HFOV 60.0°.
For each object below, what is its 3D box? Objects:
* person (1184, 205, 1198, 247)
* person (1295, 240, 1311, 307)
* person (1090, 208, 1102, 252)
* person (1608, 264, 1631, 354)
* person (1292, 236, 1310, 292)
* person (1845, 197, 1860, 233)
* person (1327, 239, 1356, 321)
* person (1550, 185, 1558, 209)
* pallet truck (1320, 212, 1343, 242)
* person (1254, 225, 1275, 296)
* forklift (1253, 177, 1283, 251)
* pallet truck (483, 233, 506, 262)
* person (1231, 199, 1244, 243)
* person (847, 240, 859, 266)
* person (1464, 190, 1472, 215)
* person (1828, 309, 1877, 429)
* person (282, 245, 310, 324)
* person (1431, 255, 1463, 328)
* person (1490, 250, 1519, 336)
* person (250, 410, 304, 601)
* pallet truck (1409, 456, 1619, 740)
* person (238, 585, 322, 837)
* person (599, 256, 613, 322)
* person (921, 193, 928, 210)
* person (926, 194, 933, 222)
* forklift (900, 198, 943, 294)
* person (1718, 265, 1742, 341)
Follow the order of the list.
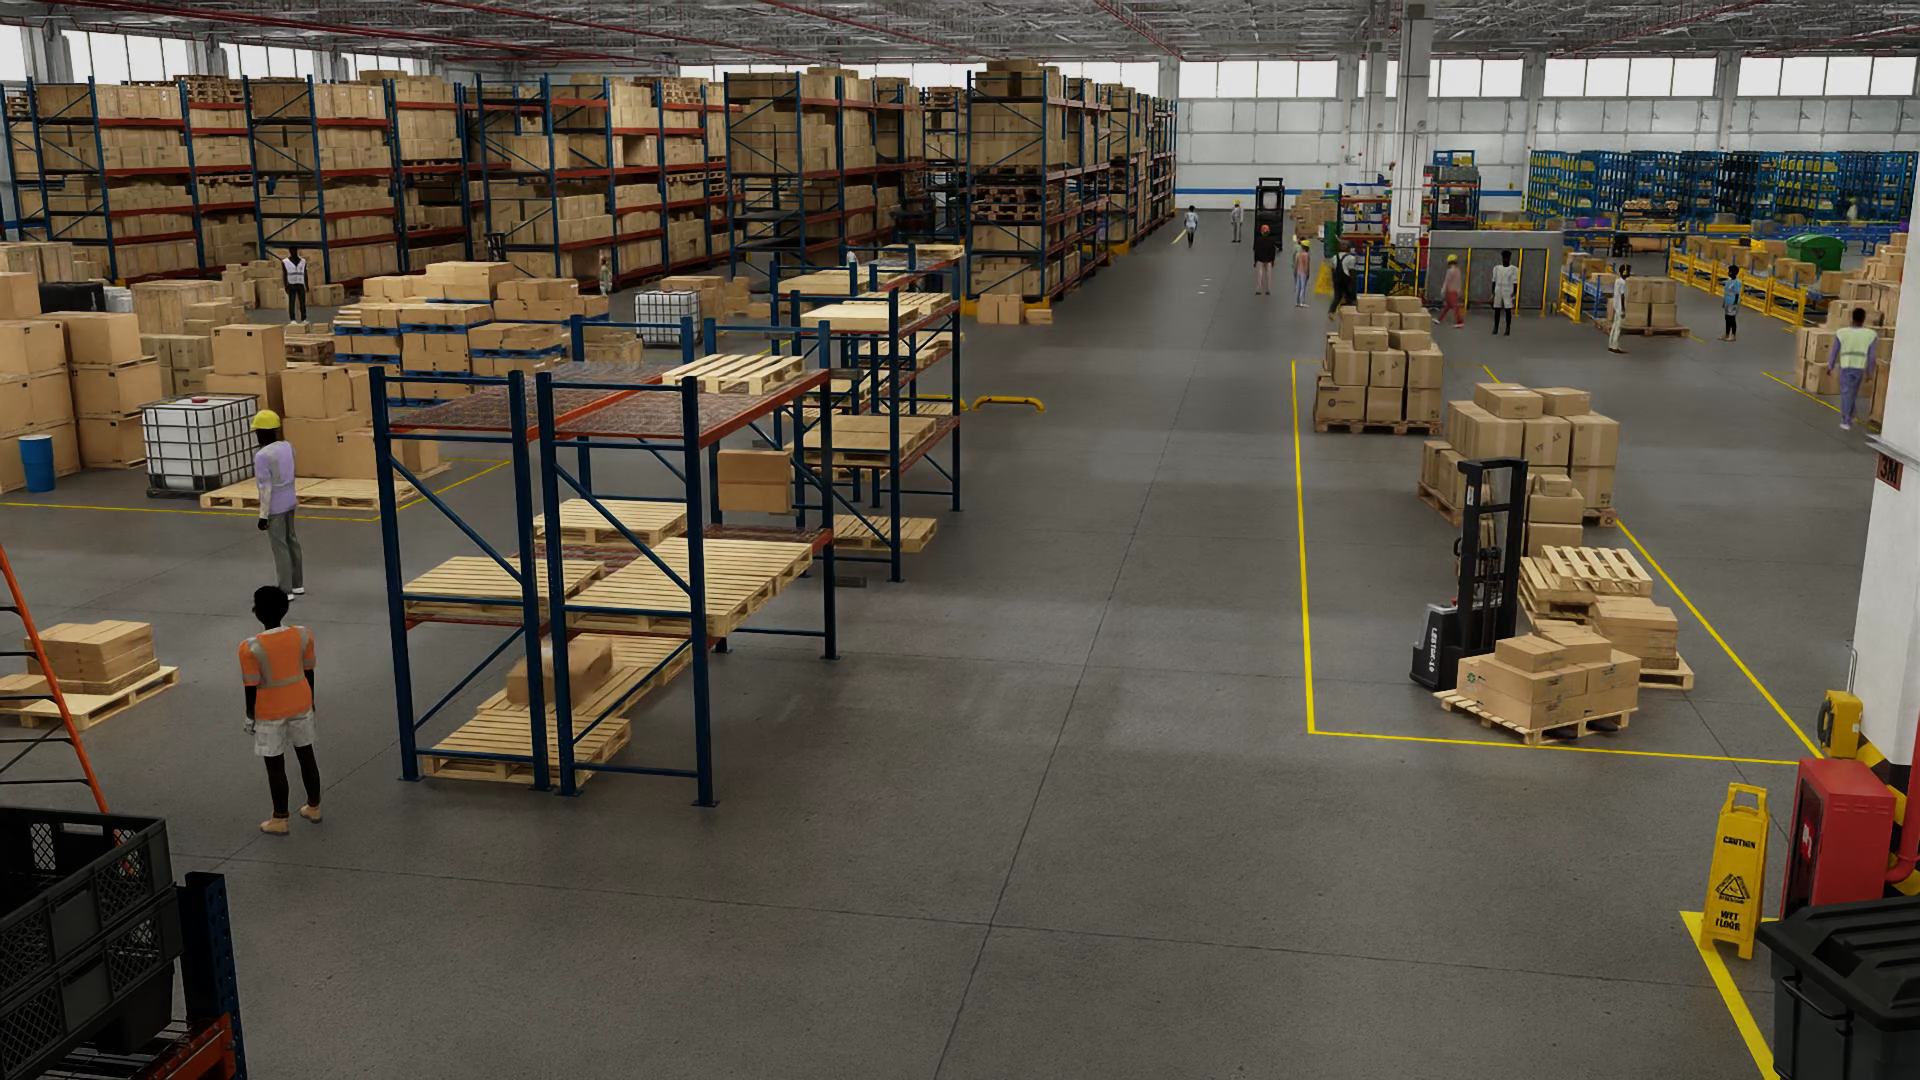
[{"bbox_3d":[9.316,-12.654,67.074,0.534,1.669,0.753,-1,14,-3],"label":"person"},{"bbox_3d":[9.150,-7.085,44.281,0.326,1.760,0.524,-5,15,-21],"label":"person"},{"bbox_3d":[4.801,-10.894,59.409,0.656,1.914,0.583,0,14,1],"label":"person"},{"bbox_3d":[13.937,-4.873,35.077,0.313,1.866,0.538,1,14,5],"label":"person"},{"bbox_3d":[9.894,-8.013,48.333,0.530,1.604,0.693,5,15,19],"label":"person"},{"bbox_3d":[38.350,-13.793,71.420,0.794,1.809,0.591,5,15,18],"label":"person"},{"bbox_3d":[9.413,-6.371,40.798,0.788,2.000,0.692,-11,17,-37],"label":"person"},{"bbox_3d":[31.452,-17.917,88.095,0.388,1.837,0.564,-2,14,-9],"label":"person"},{"bbox_3d":[15.874,-13.227,70.310,0.680,1.201,1.601,10,17,35],"label":"pallet truck"},{"bbox_3d":[8.658,-7.954,47.313,0.622,1.995,0.374,-3,14,-11],"label":"person"},{"bbox_3d":[12.083,-12.747,64.956,1.129,2.768,1.873,3,14,10],"label":"forklift"},{"bbox_3d":[-11.832,-7.026,43.548,1.885,1.965,0.823,8,16,28],"label":"pallet truck"},{"bbox_3d":[11.600,-13.367,69.682,0.421,1.816,0.581,-11,18,-38],"label":"person"},{"bbox_3d":[-2.733,-6.702,42.471,0.355,1.883,0.575,-2,14,-7],"label":"person"},{"bbox_3d":[23.277,-15.127,76.560,0.634,1.928,0.499,-4,14,-14],"label":"person"},{"bbox_3d":[14.124,-2.721,26.363,0.592,1.853,1.039,4,14,16],"label":"person"},{"bbox_3d":[-16.086,-6.177,40.289,0.592,1.910,0.385,-12,18,-40],"label":"person"},{"bbox_3d":[11.684,-5.950,39.738,0.910,1.712,0.553,12,18,40],"label":"person"},{"bbox_3d":[12.426,-5.634,37.988,0.598,1.958,0.373,11,18,38],"label":"person"},{"bbox_3d":[-6.803,-0.342,16.550,0.364,1.930,0.588,2,14,6],"label":"person"},{"bbox_3d":[4.504,0.400,13.395,0.823,1.965,1.885,-6,15,-23],"label":"pallet truck"},{"bbox_3d":[-4.515,1.125,11.065,0.316,1.700,0.540,10,17,35],"label":"person"},{"bbox_3d":[-8.605,-6.081,40.448,0.312,1.638,0.512,-3,14,-12],"label":"person"},{"bbox_3d":[-1.864,-16.873,83.561,0.641,1.976,0.453,0,14,1],"label":"person"},{"bbox_3d":[-1.595,-17.189,85.305,0.327,1.760,0.524,-8,16,-31],"label":"person"},{"bbox_3d":[-1.130,-7.872,45.164,1.129,2.768,1.873,3,14,10],"label":"forklift"},{"bbox_3d":[17.195,-5.275,37.076,0.320,1.693,0.537,0,14,-1],"label":"person"}]
